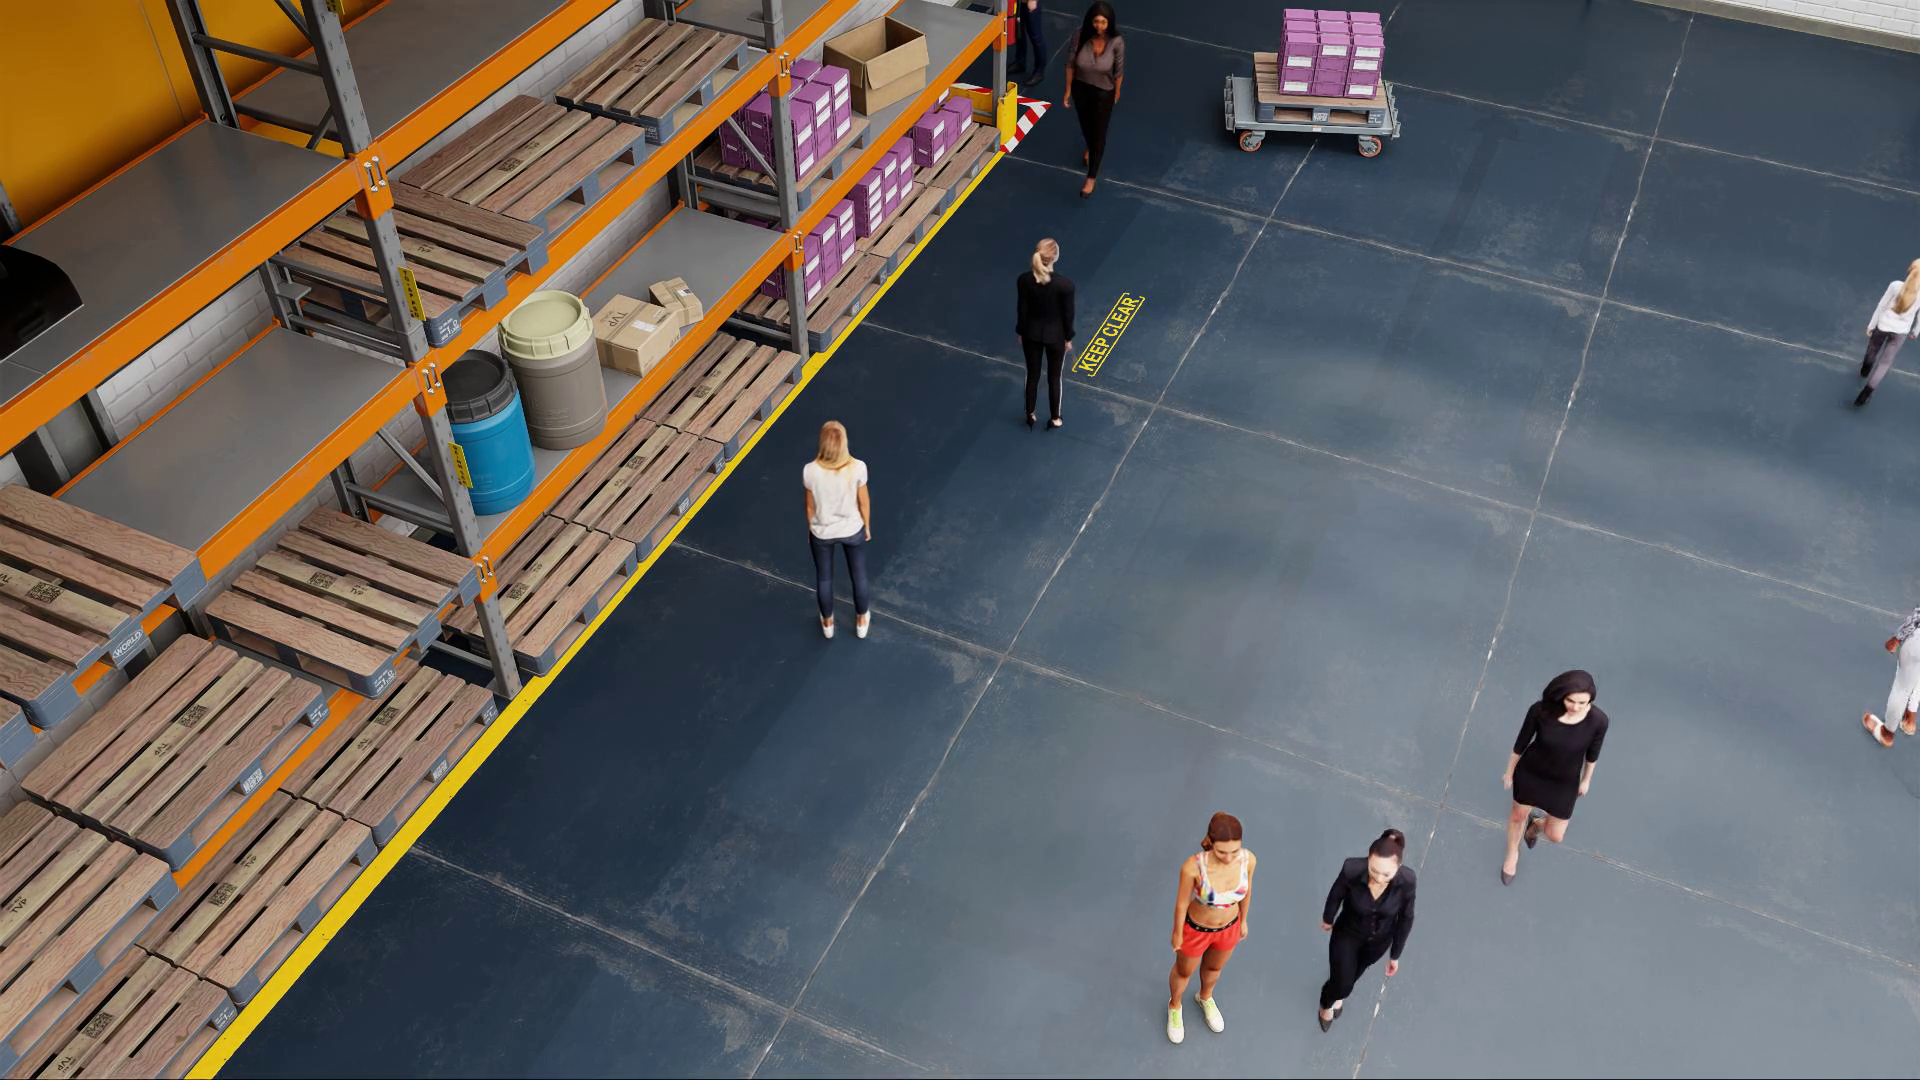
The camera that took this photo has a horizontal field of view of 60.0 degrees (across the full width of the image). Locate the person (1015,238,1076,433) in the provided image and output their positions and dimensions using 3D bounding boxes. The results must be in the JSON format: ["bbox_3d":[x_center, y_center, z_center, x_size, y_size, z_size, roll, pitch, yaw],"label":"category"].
[{"bbox_3d":[0.636,-1.519,12.565,0.642,1.705,0.575,11,45,11],"label":"person"}]

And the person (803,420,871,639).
[{"bbox_3d":[-0.804,-0.046,10.943,0.658,1.809,0.683,-6,44,-6],"label":"person"}]

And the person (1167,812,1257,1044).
[{"bbox_3d":[1.313,2.028,8.779,0.686,1.791,0.731,-9,44,-9],"label":"person"}]

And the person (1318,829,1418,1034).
[{"bbox_3d":[2.134,2.031,8.845,0.685,1.696,0.744,4,44,4],"label":"person"}]

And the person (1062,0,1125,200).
[{"bbox_3d":[1.235,-4.118,15.237,0.759,1.782,1.207,13,45,13],"label":"person"}]

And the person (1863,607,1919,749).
[{"bbox_3d":[6.021,0.704,10.223,0.711,1.716,0.762,-10,45,-10],"label":"person"}]

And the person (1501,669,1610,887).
[{"bbox_3d":[3.370,1.312,9.531,0.644,1.791,0.703,14,45,14],"label":"person"}]

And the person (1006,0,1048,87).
[{"bbox_3d":[0.652,-5.467,16.583,0.712,1.879,0.732,-31,52,-29],"label":"person"}]

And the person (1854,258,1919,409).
[{"bbox_3d":[7.258,-1.600,12.982,0.630,1.245,0.943,28,50,27],"label":"person"}]
